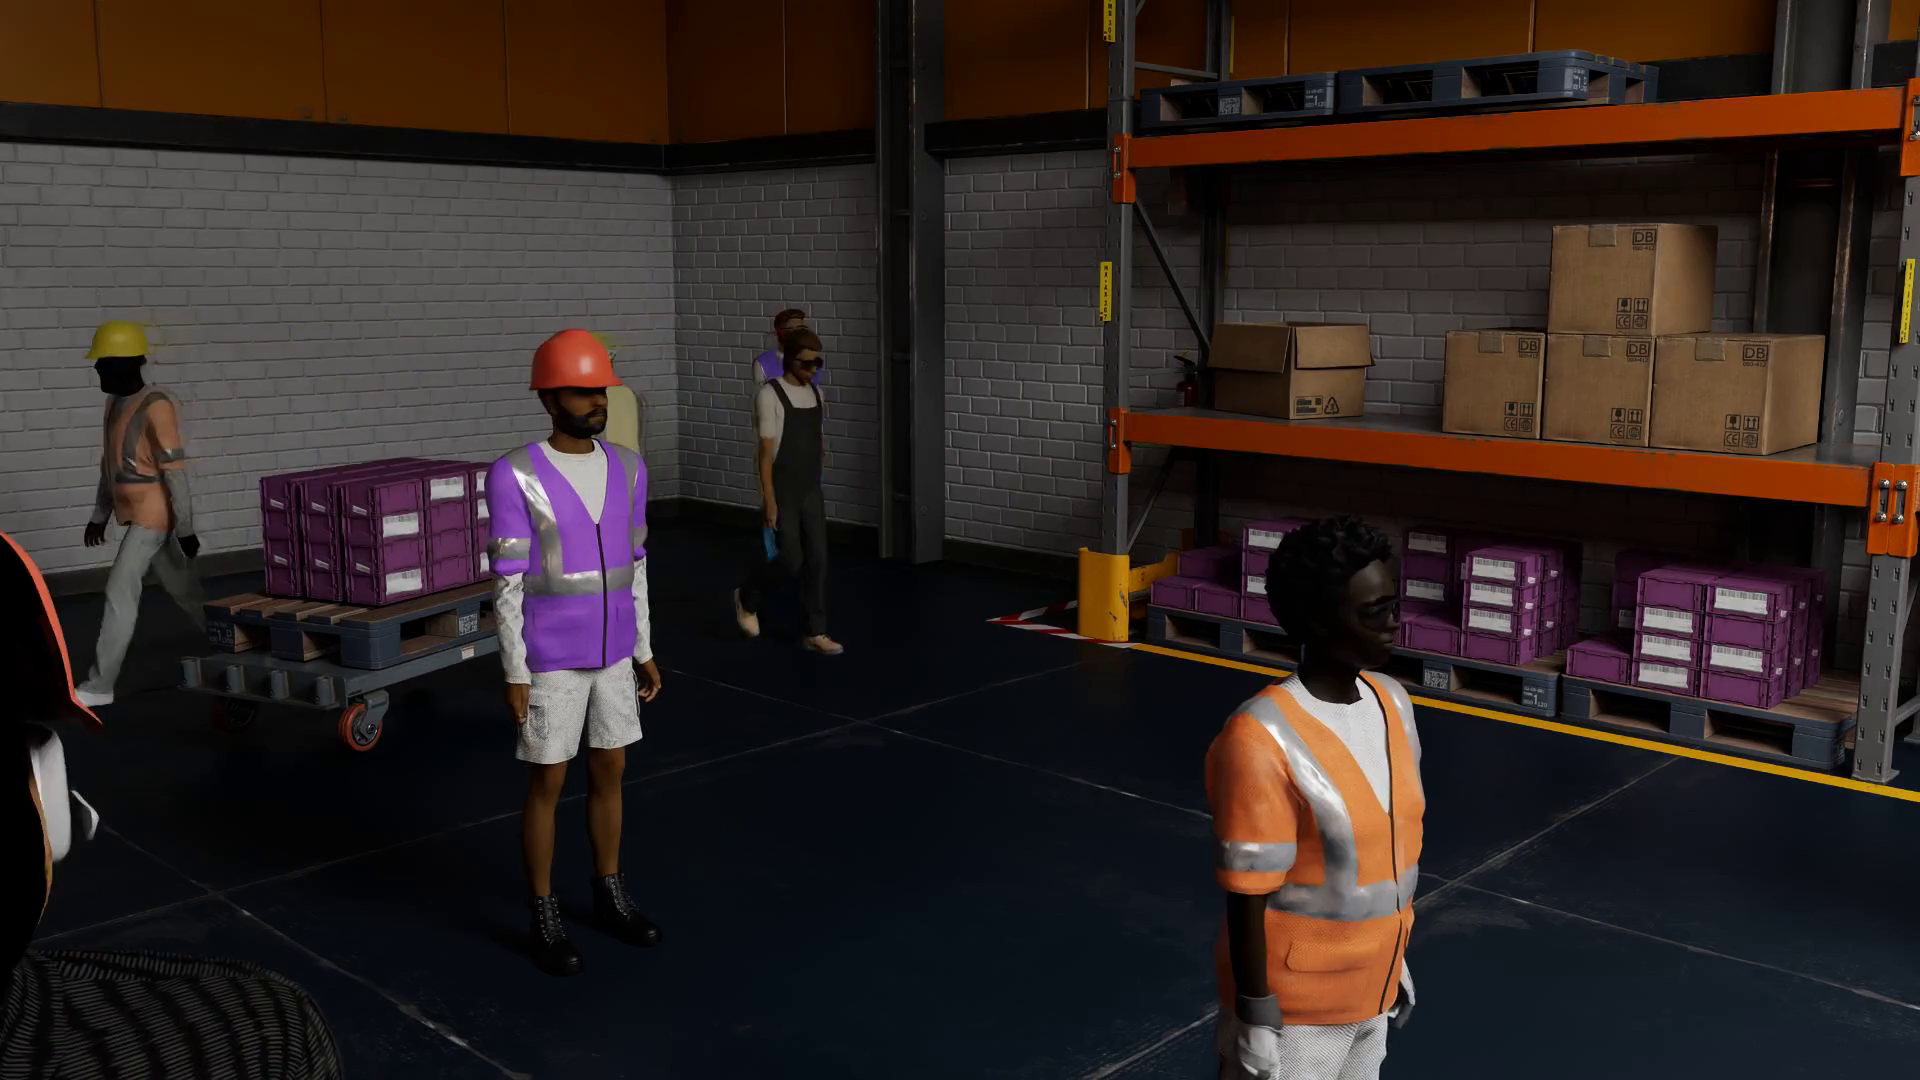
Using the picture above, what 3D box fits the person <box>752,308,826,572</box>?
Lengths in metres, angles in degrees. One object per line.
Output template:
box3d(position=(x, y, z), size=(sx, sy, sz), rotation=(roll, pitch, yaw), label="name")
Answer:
box3d(position=(-1.180, -0.663, 11.458), size=(0.387, 1.849, 0.566), rotation=(9, 13, 43), label="person")

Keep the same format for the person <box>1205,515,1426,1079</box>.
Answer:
box3d(position=(0.640, 0.796, 2.976), size=(0.318, 1.700, 0.537), rotation=(9, 13, 43), label="person")

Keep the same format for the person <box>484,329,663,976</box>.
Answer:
box3d(position=(-1.155, 0.333, 5.075), size=(0.351, 1.942, 0.547), rotation=(9, 13, 43), label="person")

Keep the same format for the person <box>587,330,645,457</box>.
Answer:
box3d(position=(-1.874, -0.208, 8.803), size=(0.454, 1.807, 0.613), rotation=(6, 11, 31), label="person")

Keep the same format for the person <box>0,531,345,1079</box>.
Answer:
box3d(position=(-0.668, 0.949, 1.127), size=(0.374, 1.997, 0.614), rotation=(9, 13, 43), label="person")

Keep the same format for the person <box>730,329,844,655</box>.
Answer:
box3d(position=(-0.972, -0.255, 9.116), size=(0.606, 1.804, 0.530), rotation=(7, 12, 38), label="person")

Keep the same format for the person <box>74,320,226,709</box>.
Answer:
box3d(position=(-4.003, -0.138, 8.198), size=(1.007, 1.885, 0.588), rotation=(-8, 12, -41), label="person")
